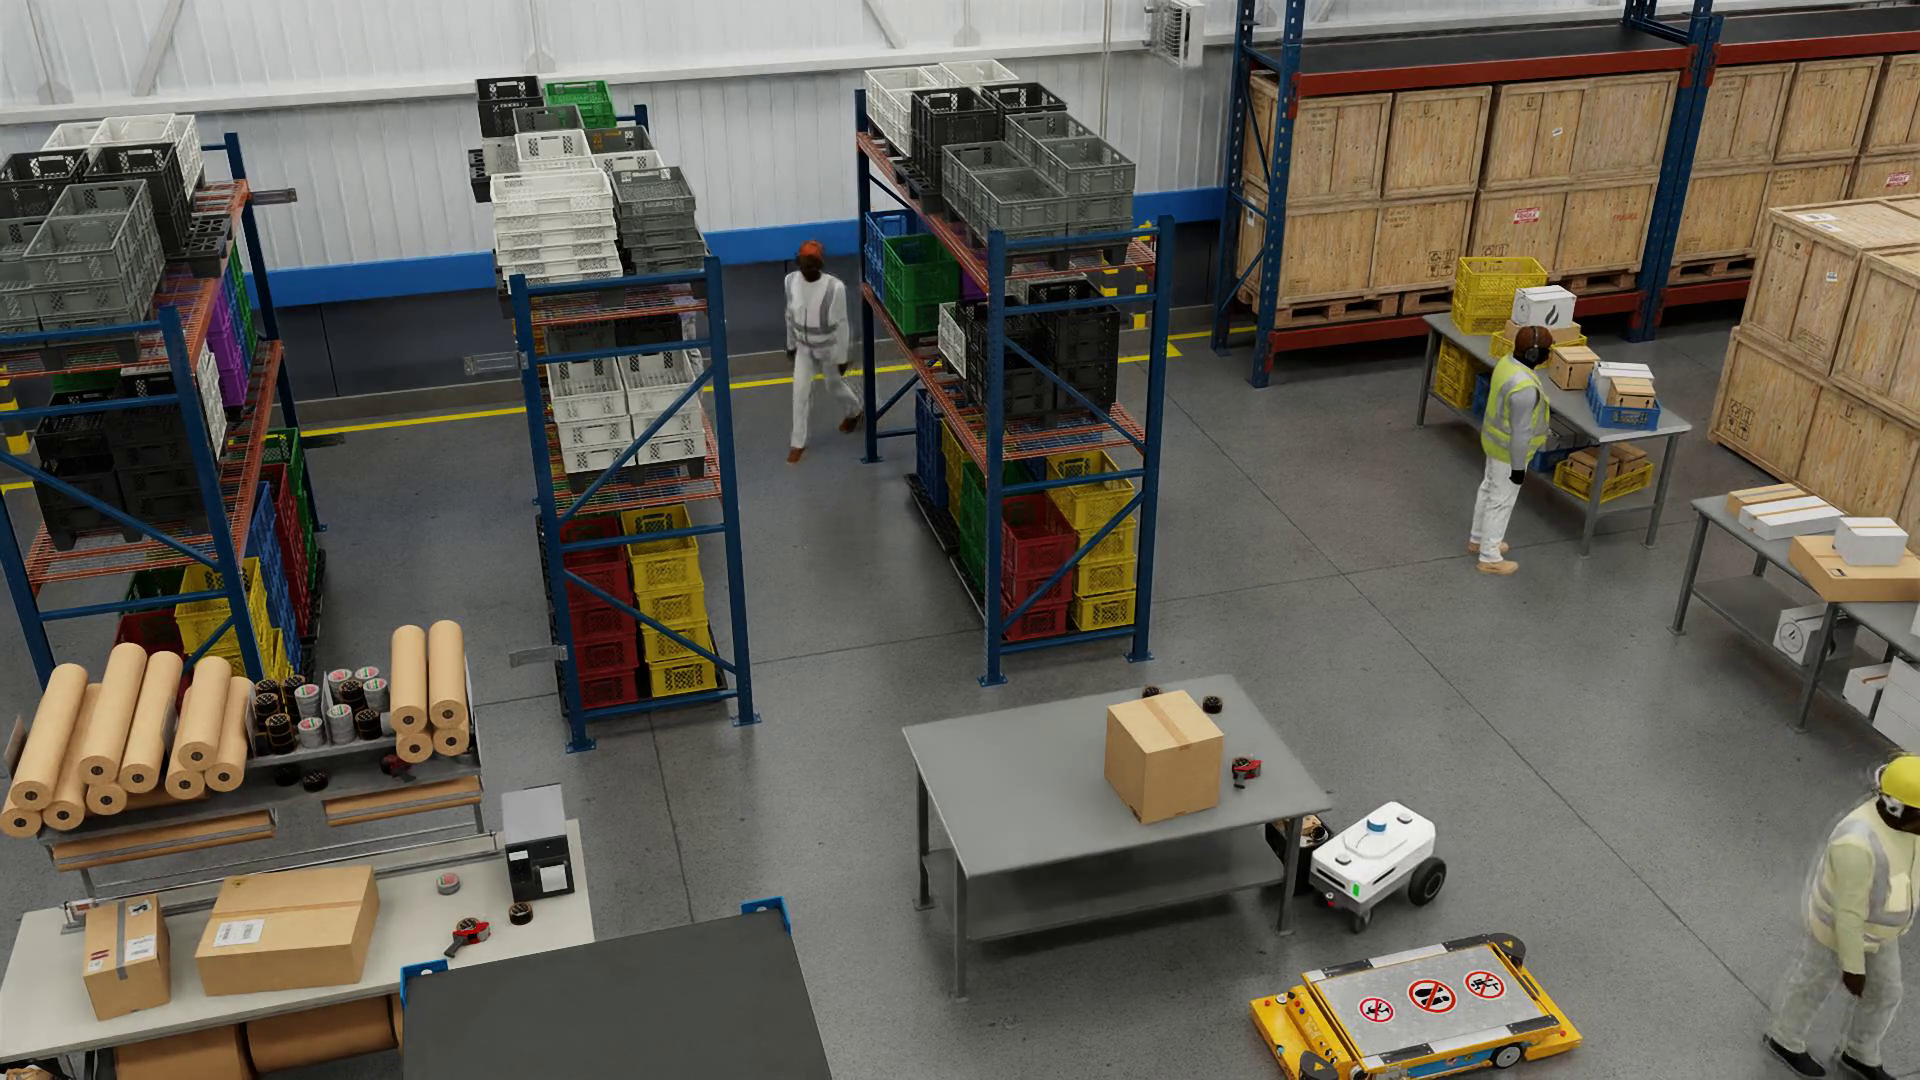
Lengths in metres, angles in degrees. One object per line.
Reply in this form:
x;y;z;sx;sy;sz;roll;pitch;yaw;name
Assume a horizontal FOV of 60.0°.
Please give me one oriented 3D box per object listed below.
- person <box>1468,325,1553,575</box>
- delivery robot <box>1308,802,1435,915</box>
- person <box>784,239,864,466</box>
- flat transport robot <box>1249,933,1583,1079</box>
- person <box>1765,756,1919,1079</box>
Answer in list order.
3.879;-0.641;11.694;0.430;1.836;0.619;4;29;7;person
2.164;1.654;8.737;0.707;0.478;0.477;-22;36;-35;delivery robot
-1.107;-1.587;13.418;0.624;1.850;0.917;14;32;24;person
2.184;2.282;7.980;1.431;0.197;0.652;-8;30;-14;flat transport robot
4.062;1.755;7.346;0.600;1.811;0.654;-17;33;-28;person
